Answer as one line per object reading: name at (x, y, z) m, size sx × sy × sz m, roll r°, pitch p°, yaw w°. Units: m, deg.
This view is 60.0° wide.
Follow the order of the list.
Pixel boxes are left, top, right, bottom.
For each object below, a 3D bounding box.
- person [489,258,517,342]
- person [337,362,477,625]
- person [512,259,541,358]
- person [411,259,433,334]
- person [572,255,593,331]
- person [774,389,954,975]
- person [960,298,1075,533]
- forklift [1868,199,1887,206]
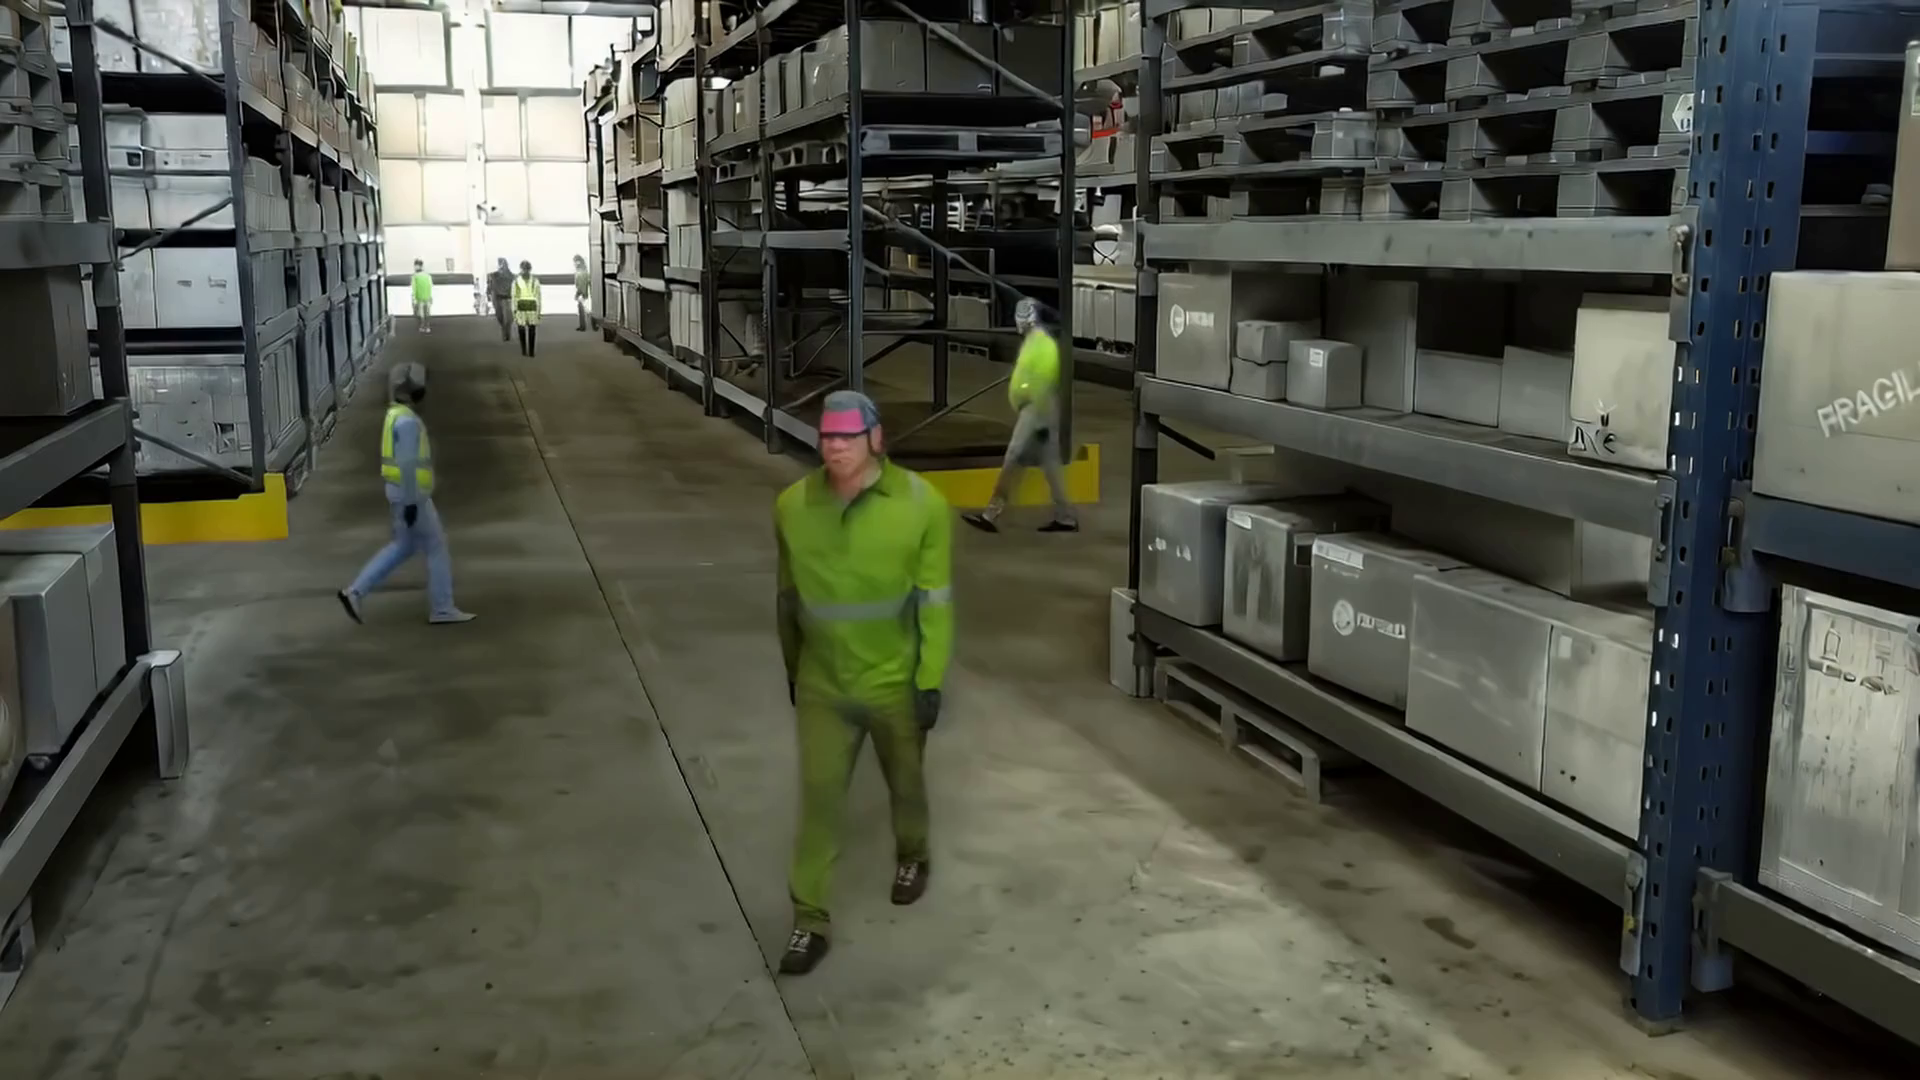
person at (-10.249, -5.407, 37.430) m, size 0.656 × 1.886 × 0.609 m, roll 1°, pitch 10°, yaw 7°
person at (-3.364, -0.264, 9.997) m, size 0.731 × 1.613 × 0.520 m, roll -5°, pitch 12°, yaw -27°
person at (-8.446, -4.509, 32.445) m, size 0.546 × 1.922 × 0.654 m, roll -3°, pitch 11°, yaw -15°
person at (-13.030, -5.898, 40.338) m, size 0.427 × 1.817 × 0.638 m, roll 9°, pitch 14°, yaw 42°
person at (-9.419, -6.137, 41.383) m, size 0.640 × 1.907 × 0.524 m, roll 9°, pitch 14°, yaw 42°
person at (-0.326, 0.424, 5.572) m, size 0.638 × 1.866 × 0.994 m, roll 2°, pitch 11°, yaw 10°
person at (0.479, -0.967, 13.170) m, size 0.950 × 1.867 × 0.646 m, roll 2°, pitch 11°, yaw 11°
forklift at (11.338, -2.915, 21.052) m, size 1.129 × 2.768 × 1.873 m, roll -3°, pitch 11°, yaw -17°
